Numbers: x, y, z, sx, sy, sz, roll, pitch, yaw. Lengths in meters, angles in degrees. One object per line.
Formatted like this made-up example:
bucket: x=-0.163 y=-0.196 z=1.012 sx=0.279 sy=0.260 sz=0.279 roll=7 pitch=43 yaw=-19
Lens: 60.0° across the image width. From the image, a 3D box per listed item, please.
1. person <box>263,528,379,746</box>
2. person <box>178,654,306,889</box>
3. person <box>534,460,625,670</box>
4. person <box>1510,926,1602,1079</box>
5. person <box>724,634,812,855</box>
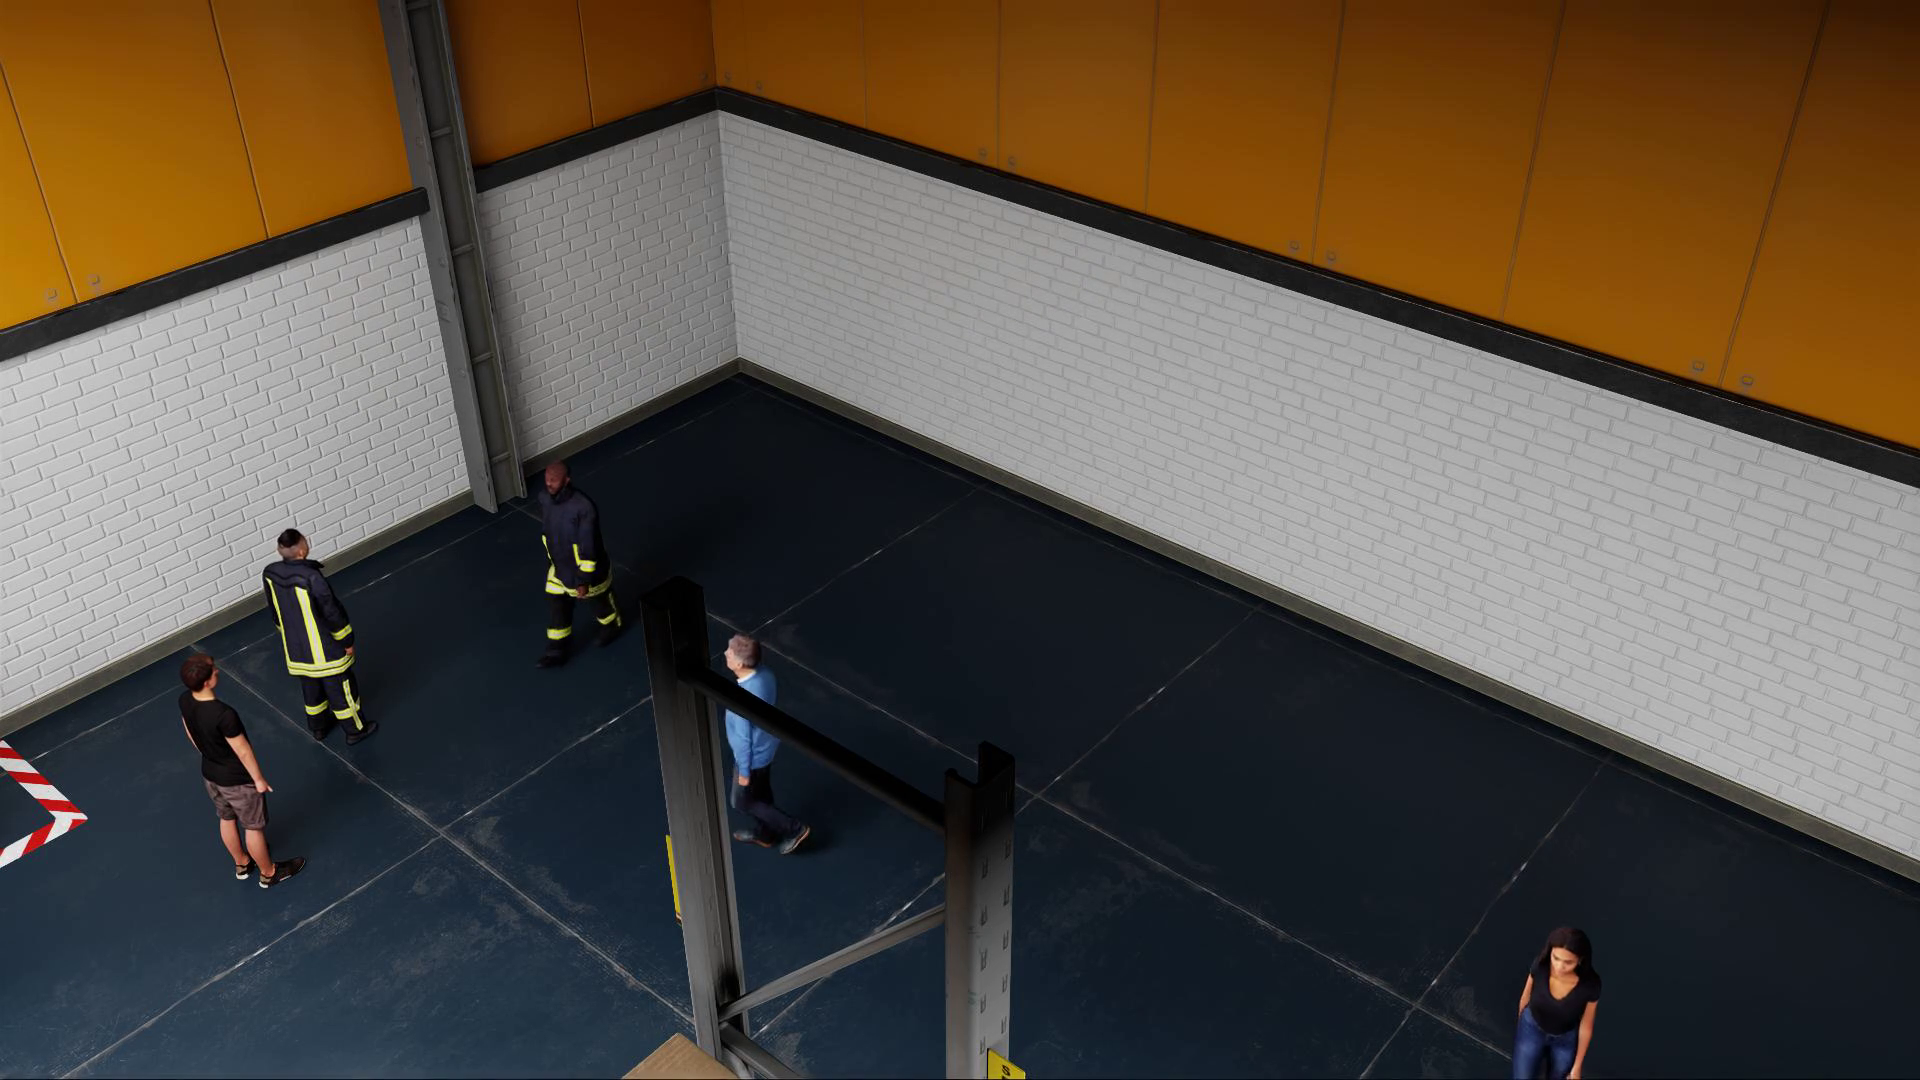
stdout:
person: x=-4.692 y=0.683 z=12.082 sx=0.861 sy=1.863 sz=0.841 roll=10 pitch=35 yaw=15
person: x=-4.775 y=1.504 z=10.848 sx=0.718 sy=1.862 sz=0.660 roll=16 pitch=37 yaw=22
person: x=-2.944 y=0.109 z=13.019 sx=0.932 sy=1.782 sz=1.219 roll=14 pitch=36 yaw=20
person: x=3.272 y=2.710 z=9.171 sx=0.720 sy=1.709 sz=1.137 roll=16 pitch=37 yaw=23
person: x=-1.286 y=1.398 z=11.057 sx=0.932 sy=1.807 sz=0.903 roll=6 pitch=34 yaw=9
